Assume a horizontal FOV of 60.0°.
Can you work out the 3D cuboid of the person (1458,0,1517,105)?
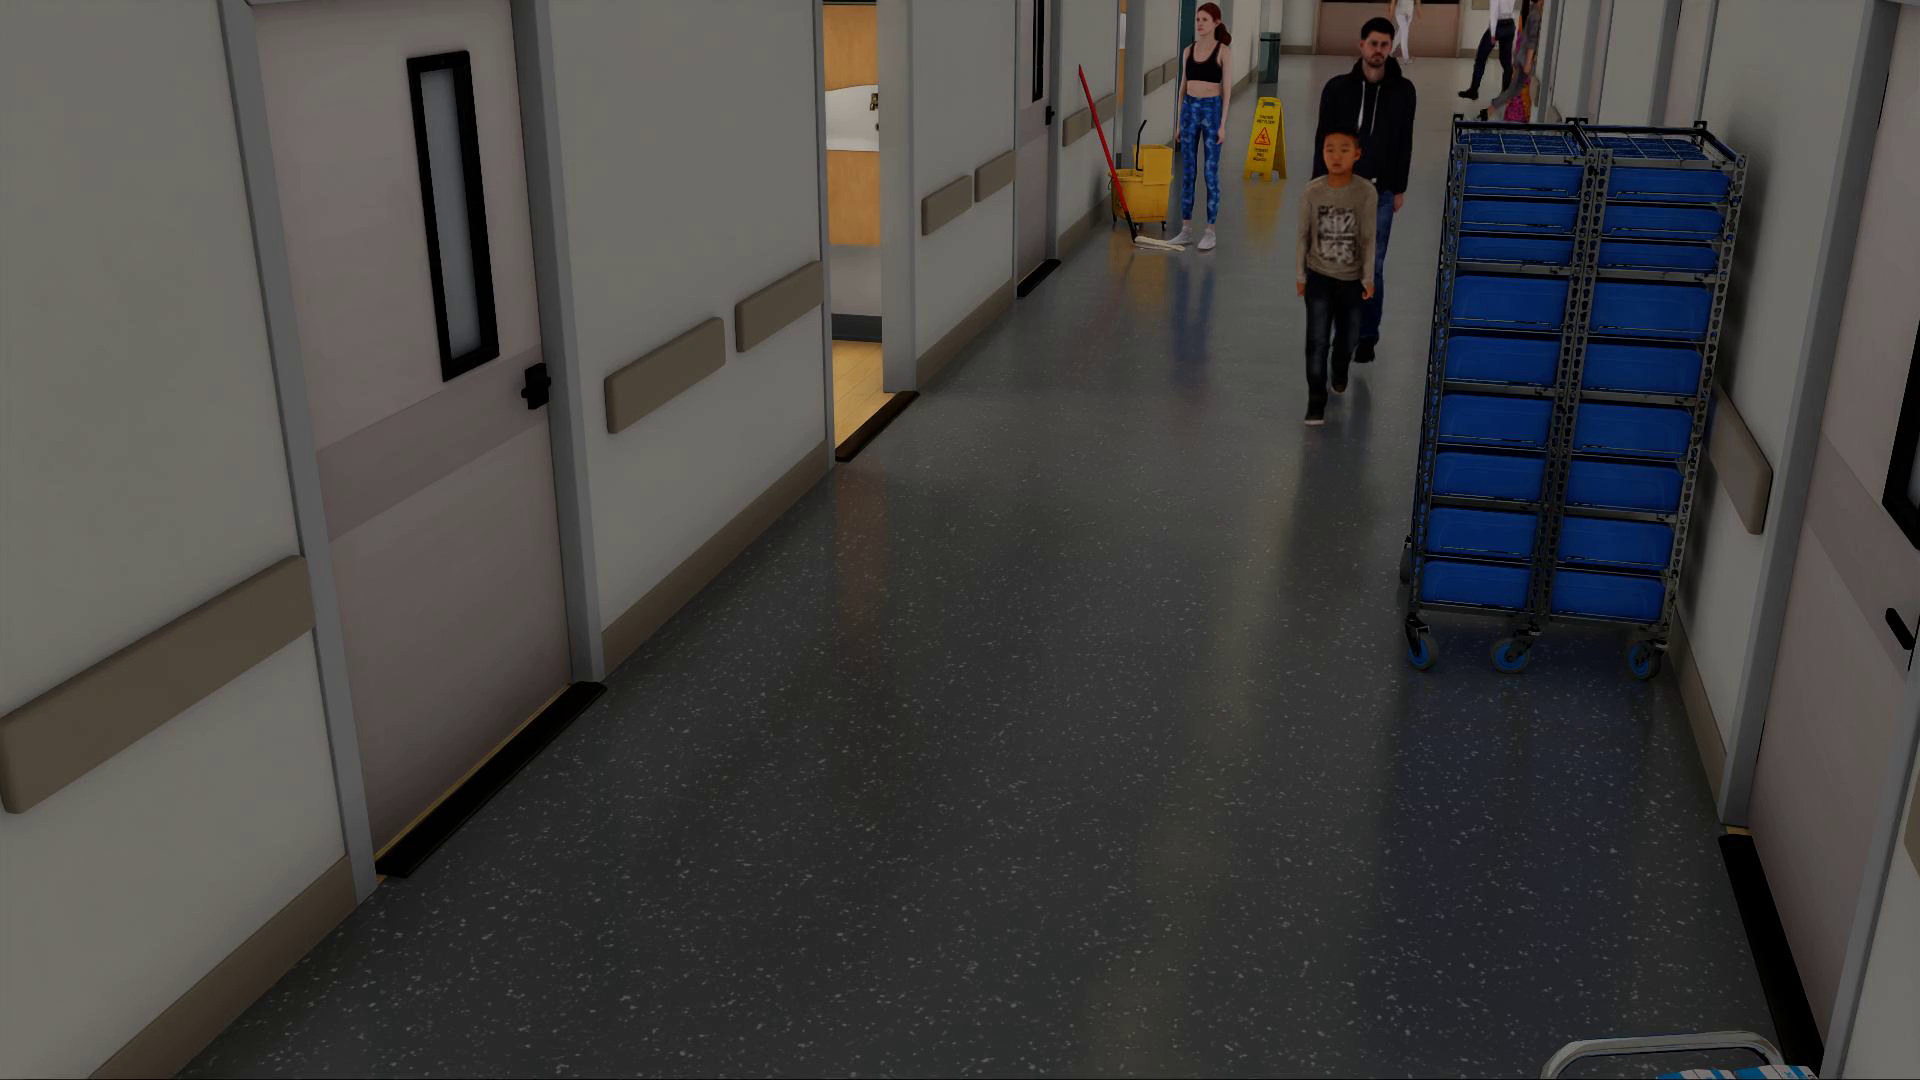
[{"bbox_3d":[7.058,-6.574,21.522,1.014,1.839,1.117,-9,22,-22],"label":"person"}]

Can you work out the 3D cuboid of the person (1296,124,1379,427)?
[{"bbox_3d":[1.867,-1.309,8.237,0.577,1.442,0.902,5,21,12],"label":"person"}]

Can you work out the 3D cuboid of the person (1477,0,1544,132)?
[{"bbox_3d":[6.257,-5.330,18.571,0.766,1.640,1.053,3,21,8],"label":"person"}]

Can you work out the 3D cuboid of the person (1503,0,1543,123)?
[{"bbox_3d":[6.608,-5.543,19.100,0.768,1.650,0.917,1,21,4],"label":"person"}]

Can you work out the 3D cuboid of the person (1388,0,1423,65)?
[{"bbox_3d":[7.310,-8.718,27.533,1.039,1.630,1.161,-9,23,-23],"label":"person"}]

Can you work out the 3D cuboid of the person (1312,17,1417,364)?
[{"bbox_3d":[2.247,-1.961,9.371,0.665,1.857,1.036,6,22,15],"label":"person"}]

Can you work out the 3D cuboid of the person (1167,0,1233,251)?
[{"bbox_3d":[1.813,-3.088,12.449,0.648,1.785,0.679,14,25,32],"label":"person"}]
